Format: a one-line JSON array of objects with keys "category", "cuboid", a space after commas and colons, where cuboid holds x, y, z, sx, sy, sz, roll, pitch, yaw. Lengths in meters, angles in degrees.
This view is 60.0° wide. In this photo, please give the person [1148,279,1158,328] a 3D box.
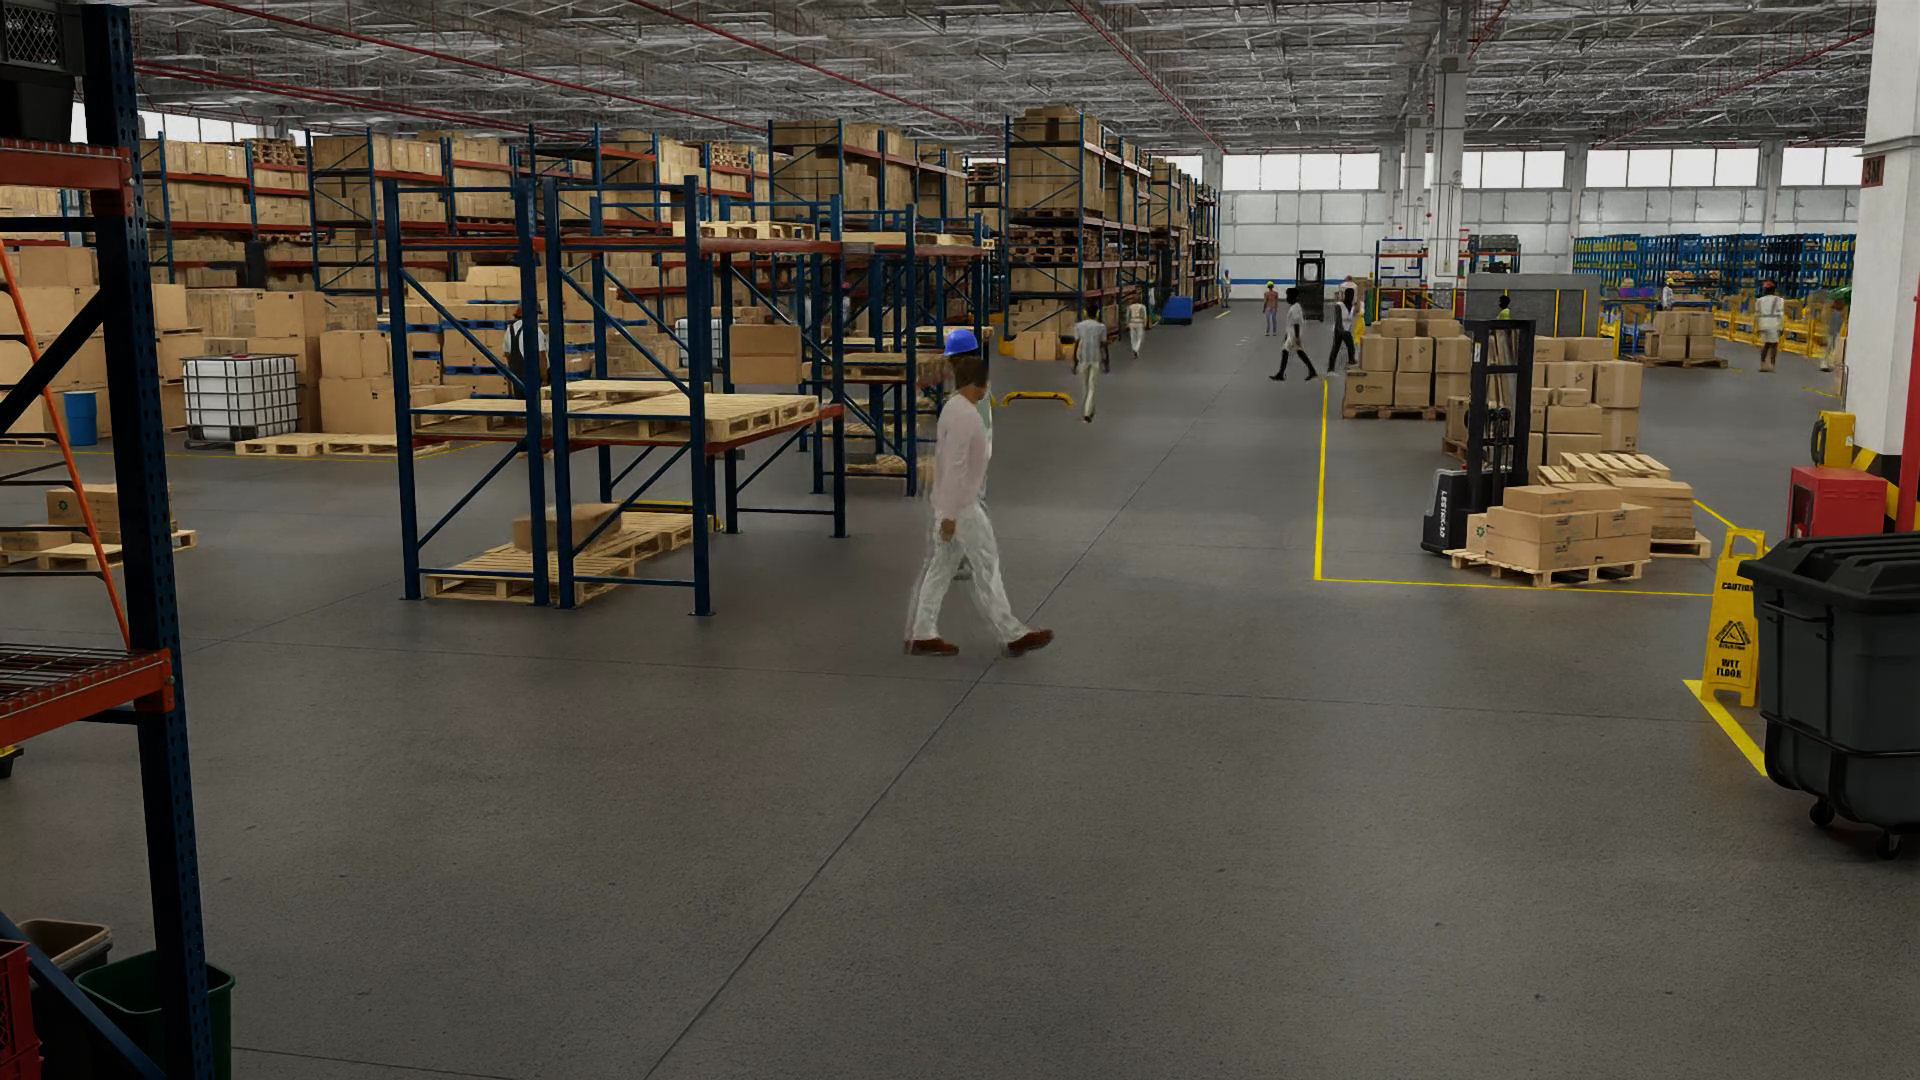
[{"category": "person", "cuboid": [6.884, -8.526, 59.997, 0.398, 1.753, 0.552, 0, 10, -1]}]

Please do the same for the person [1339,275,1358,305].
[{"category": "person", "cuboid": [14.417, -8.868, 61.683, 0.660, 1.875, 0.830, 3, 10, 19]}]

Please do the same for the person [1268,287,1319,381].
[{"category": "person", "cuboid": [6.836, -4.170, 33.754, 0.982, 1.926, 0.607, 3, 10, 17]}]

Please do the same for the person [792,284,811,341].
[{"category": "person", "cuboid": [-3.872, -5.409, 41.233, 1.117, 1.856, 0.660, -4, 10, -22]}]

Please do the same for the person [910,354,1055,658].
[{"category": "person", "cuboid": [0.133, -0.195, 10.313, 0.974, 1.883, 0.666, 0, 10, -3]}]

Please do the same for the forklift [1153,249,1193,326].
[{"category": "forklift", "cuboid": [7.646, -9.320, 61.395, 1.873, 2.768, 1.129, 2, 10, 11]}]

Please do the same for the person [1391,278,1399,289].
[{"category": "person", "cuboid": [21.857, -12.417, 83.408, 0.514, 1.639, 0.309, 2, 10, 10]}]

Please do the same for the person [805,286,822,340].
[{"category": "person", "cuboid": [-3.411, -4.847, 37.883, 0.642, 1.881, 1.034, -6, 12, -34]}]

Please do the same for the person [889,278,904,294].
[{"category": "person", "cuboid": [-1.640, -6.153, 45.310, 0.643, 1.972, 0.462, 3, 10, 15]}]

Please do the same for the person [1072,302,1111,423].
[{"category": "person", "cuboid": [2.020, -2.711, 25.406, 0.552, 1.813, 0.993, 3, 10, 16]}]

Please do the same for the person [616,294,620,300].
[{"category": "person", "cuboid": [-8.438, -5.239, 40.929, 0.527, 1.627, 0.313, 0, 10, 2]}]

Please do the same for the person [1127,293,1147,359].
[{"category": "person", "cuboid": [4.368, -5.281, 41.162, 0.535, 1.625, 0.412, 5, 11, 25]}]

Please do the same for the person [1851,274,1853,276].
[{"category": "person", "cuboid": [46.524, -13.055, 86.927, 0.720, 1.728, 0.562, 3, 10, 17]}]

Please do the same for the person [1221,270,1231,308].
[{"category": "person", "cuboid": [13.578, -12.824, 84.903, 0.603, 1.949, 0.384, -5, 11, -27]}]

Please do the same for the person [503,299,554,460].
[{"category": "person", "cuboid": [-5.273, -2.005, 20.561, 0.676, 2.000, 0.536, 8, 12, 38]}]

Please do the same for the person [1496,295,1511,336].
[{"category": "person", "cuboid": [11.770, -4.450, 36.058, 0.318, 1.697, 0.535, 2, 10, 14]}]

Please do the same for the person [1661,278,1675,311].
[{"category": "person", "cuboid": [24.691, -8.222, 58.045, 0.403, 1.818, 0.601, 7, 12, 36]}]

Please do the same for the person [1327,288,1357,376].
[{"category": "person", "cuboid": [8.139, -4.357, 35.007, 0.602, 1.867, 0.969, -7, 12, -35]}]

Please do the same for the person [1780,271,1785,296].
[{"category": "person", "cuboid": [39.494, -12.007, 79.783, 0.374, 2.044, 0.605, 2, 10, 9]}]

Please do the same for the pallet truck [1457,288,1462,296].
[{"category": "pallet truck", "cuboid": [20.506, -9.785, 68.819, 0.653, 1.274, 1.630, 2, 10, 12]}]

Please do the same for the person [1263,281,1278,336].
[{"category": "person", "cuboid": [10.072, -7.510, 53.985, 0.525, 1.765, 0.329, -3, 10, -19]}]

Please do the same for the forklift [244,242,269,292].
[{"category": "forklift", "cuboid": [-15.150, -5.024, 35.956, 1.873, 2.768, 1.129, -5, 11, -28]}]

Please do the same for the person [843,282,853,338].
[{"category": "person", "cuboid": [-2.842, -5.499, 41.668, 0.857, 1.893, 0.559, -6, 11, -31]}]

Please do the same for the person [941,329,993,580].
[{"category": "person", "cuboid": [0.054, -0.659, 12.900, 0.403, 1.937, 0.604, -2, 10, -12]}]

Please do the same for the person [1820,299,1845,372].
[{"category": "person", "cuboid": [19.306, -4.474, 36.473, 0.725, 1.607, 0.502, 2, 10, 11]}]

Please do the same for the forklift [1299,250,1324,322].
[{"category": "forklift", "cuboid": [13.778, -10.002, 65.433, 1.129, 2.768, 1.873, 2, 10, 12]}]

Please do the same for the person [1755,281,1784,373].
[{"category": "person", "cuboid": [17.720, -4.656, 36.431, 0.451, 2.002, 0.623, -7, 12, -36]}]

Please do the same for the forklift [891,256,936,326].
[{"category": "forklift", "cuboid": [-1.227, -5.798, 40.541, 1.129, 2.768, 1.873, 2, 10, 12]}]

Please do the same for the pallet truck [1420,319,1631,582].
[{"category": "pallet truck", "cuboid": [4.543, -0.757, 13.299, 0.823, 1.965, 1.885, -4, 10, -22]}]
